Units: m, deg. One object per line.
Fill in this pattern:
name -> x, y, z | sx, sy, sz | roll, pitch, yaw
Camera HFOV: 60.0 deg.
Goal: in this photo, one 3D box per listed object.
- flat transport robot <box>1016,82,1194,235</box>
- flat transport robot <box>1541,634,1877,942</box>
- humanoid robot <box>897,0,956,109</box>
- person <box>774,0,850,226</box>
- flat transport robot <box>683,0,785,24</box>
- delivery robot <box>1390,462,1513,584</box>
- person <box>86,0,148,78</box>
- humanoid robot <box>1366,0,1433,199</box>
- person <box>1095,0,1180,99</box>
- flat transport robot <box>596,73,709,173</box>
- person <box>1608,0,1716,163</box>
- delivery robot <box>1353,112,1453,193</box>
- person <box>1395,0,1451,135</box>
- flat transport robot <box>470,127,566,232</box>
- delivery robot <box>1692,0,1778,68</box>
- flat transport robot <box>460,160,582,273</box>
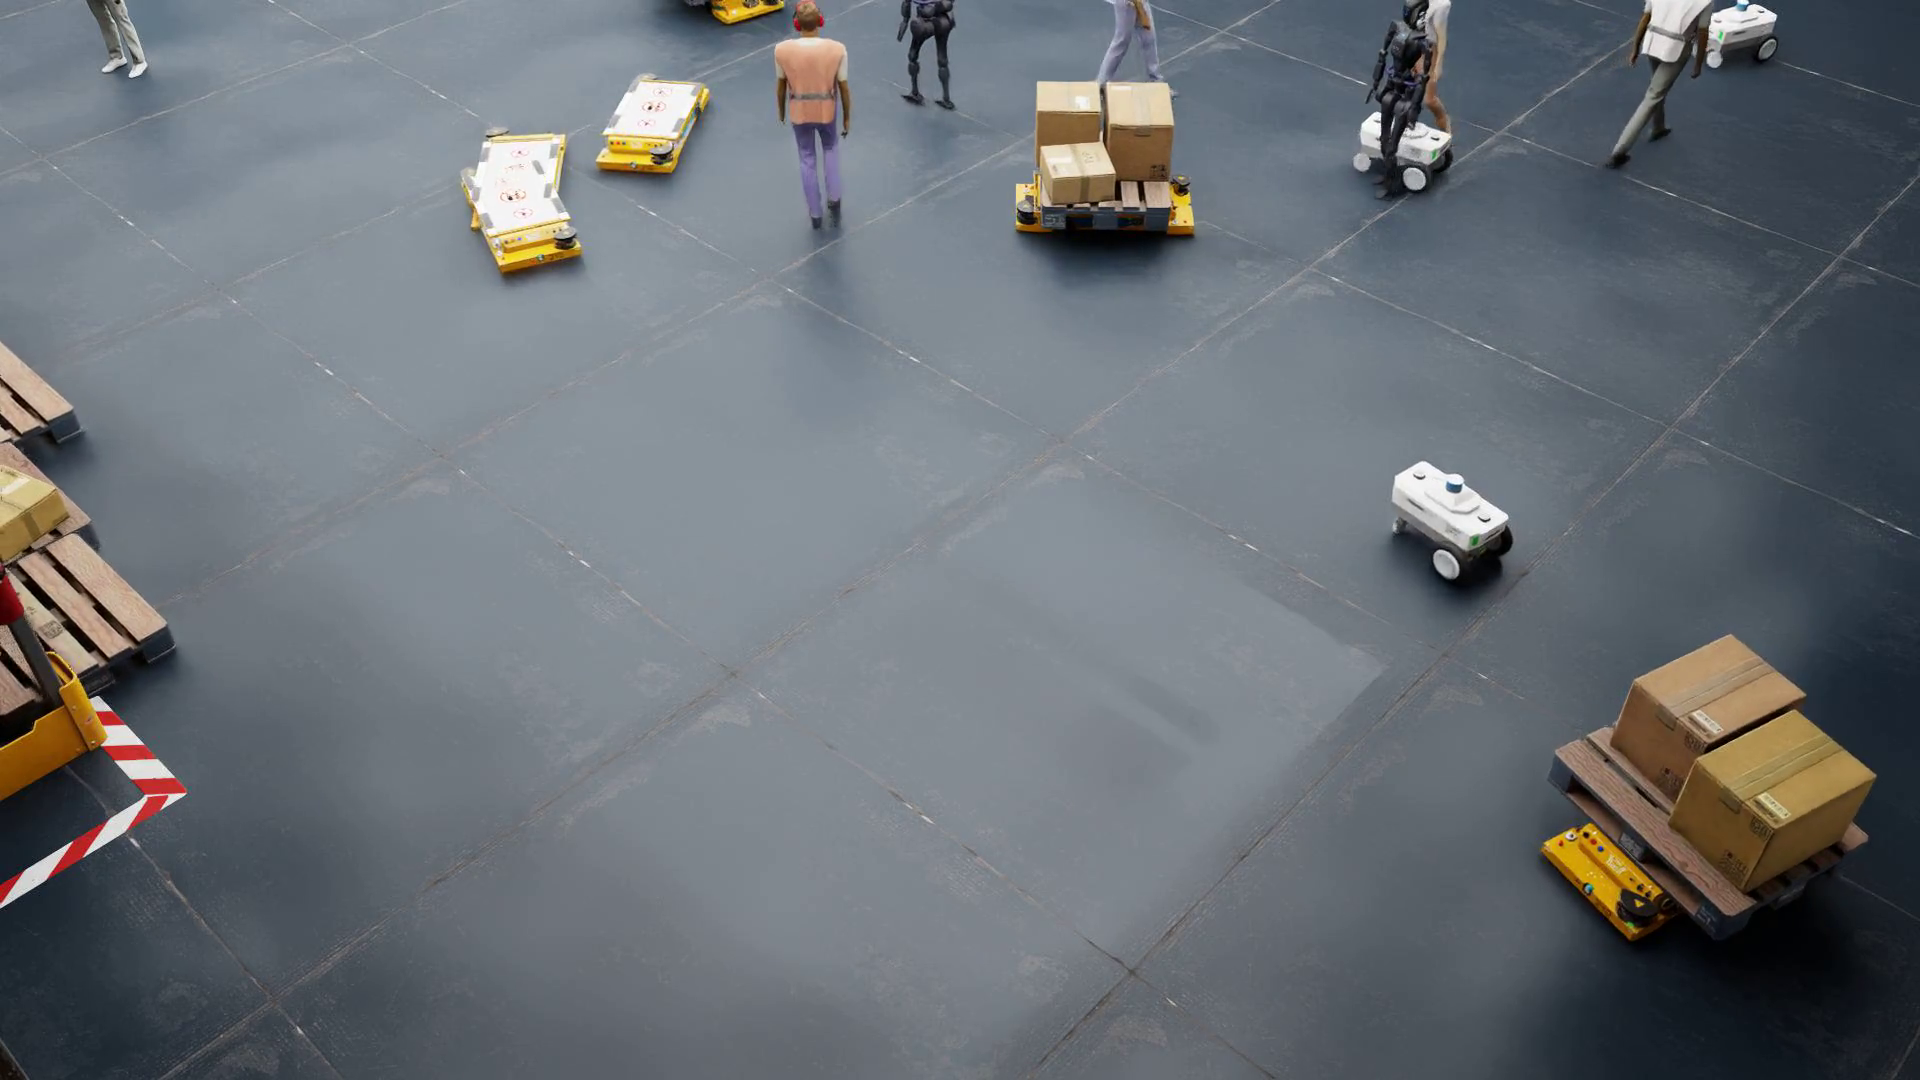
flat transport robot -> 1.174, -2.751, 13.583 | 1.431, 0.231, 0.659 | 1, 42, 1
flat transport robot -> 3.854, 1.553, 8.800 | 1.431, 0.231, 0.659 | -20, 46, -21
humanoid robot -> -0.272, -4.616, 14.618 | 0.598, 1.630, 0.589 | -30, 50, -29
person -> -1.151, -3.383, 13.133 | 0.558, 1.815, 0.574 | -4, 42, -5
flat transport robot -> -2.424, -5.594, 16.743 | 0.659, 0.231, 1.431 | -26, 48, -26
delivery robot -> 3.089, -0.130, 10.471 | 0.502, 0.613, 0.785 | -27, 49, -27
person -> -7.794, -4.997, 15.055 | 0.517, 1.636, 0.311 | 16, 44, 17
humanoid robot -> 3.534, -3.608, 13.486 | 0.484, 1.646, 0.585 | -23, 47, -23
person -> 1.578, -4.721, 14.619 | 0.763, 1.807, 0.580 | 16, 44, 17
flat transport robot -> -2.685, -3.664, 14.599 | 0.659, 0.231, 1.431 | 4, 42, 5
person -> 5.890, -4.067, 13.902 | 0.963, 1.793, 0.577 | -27, 49, -27
delivery robot -> 3.757, -3.293, 13.986 | 0.791, 0.614, 0.499 | 26, 48, 26
person -> 3.951, -4.105, 14.013 | 0.598, 1.715, 0.528 | -23, 47, -24
flat transport robot -> -3.679, -3.026, 13.890 | 0.659, 0.231, 1.431 | -4, 42, -4
delivery robot -> 7.277, -4.784, 15.624 | 0.755, 0.587, 0.525 | -17, 45, -18
flat transport robot -> -3.576, -2.659, 13.481 | 0.659, 0.231, 1.431 | -17, 45, -18
